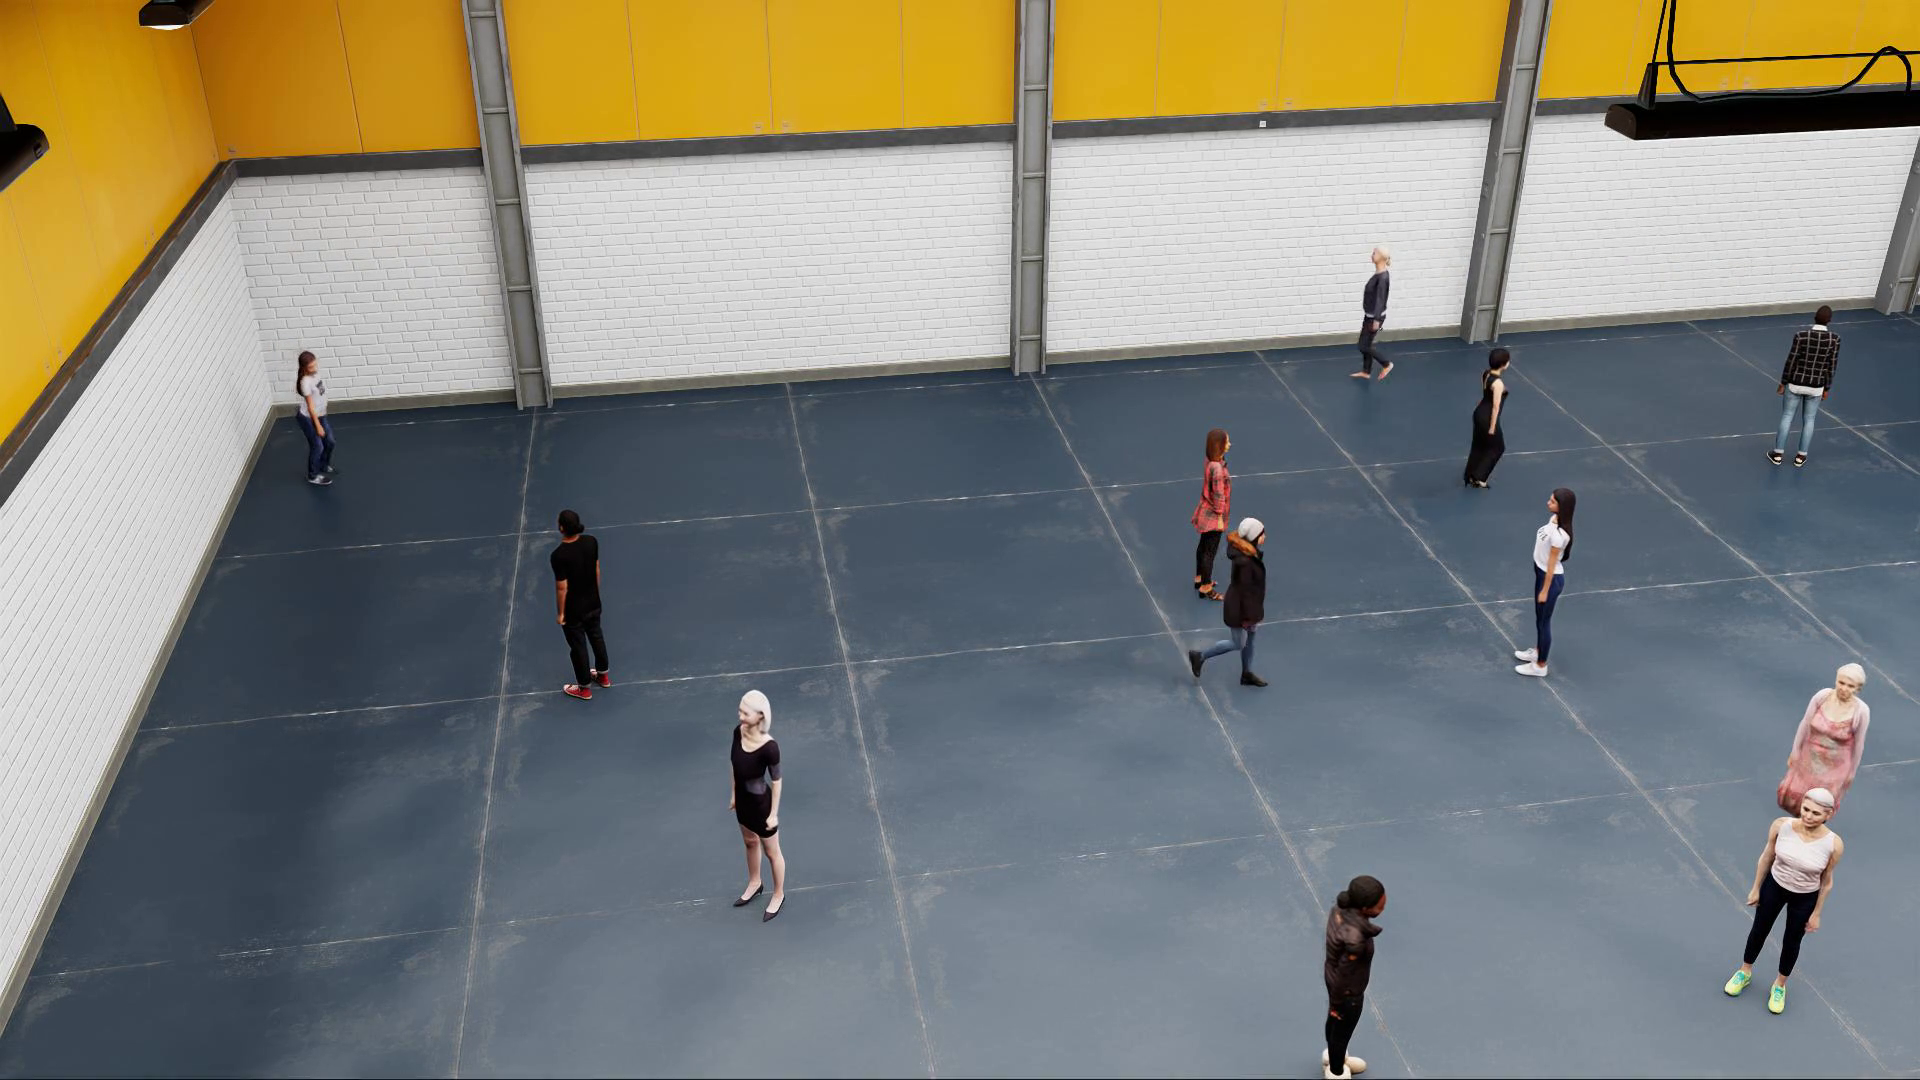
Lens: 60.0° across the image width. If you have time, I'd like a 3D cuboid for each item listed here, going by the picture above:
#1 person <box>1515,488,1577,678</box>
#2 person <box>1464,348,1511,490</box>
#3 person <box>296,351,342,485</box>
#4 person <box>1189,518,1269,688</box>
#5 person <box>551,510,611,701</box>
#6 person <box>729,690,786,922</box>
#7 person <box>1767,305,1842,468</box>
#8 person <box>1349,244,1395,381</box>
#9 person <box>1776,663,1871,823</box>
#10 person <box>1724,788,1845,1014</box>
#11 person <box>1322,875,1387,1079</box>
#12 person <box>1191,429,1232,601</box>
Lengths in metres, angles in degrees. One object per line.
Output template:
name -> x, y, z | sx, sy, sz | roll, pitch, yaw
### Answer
person -> 5.088, 0.362, 14.338 | 0.625, 1.774, 0.643 | 6, 29, 11
person -> 5.481, -1.260, 17.501 | 0.556, 1.593, 0.593 | -7, 29, -12
person -> -6.887, -1.298, 17.637 | 0.668, 1.531, 0.618 | -4, 29, -8
person -> 2.338, 0.553, 14.149 | 1.040, 1.621, 0.886 | 8, 30, 14
person -> -3.212, 0.528, 14.052 | 0.784, 1.758, 0.726 | 18, 34, 30
person -> -1.412, 1.834, 11.583 | 0.649, 1.830, 0.700 | 20, 34, 32
person -> 9.165, -1.674, 18.023 | 0.666, 1.821, 0.803 | 8, 30, 15
person -> 5.071, -2.717, 20.047 | 0.825, 1.713, 0.746 | 4, 29, 8
person -> 6.331, 1.592, 12.180 | 0.792, 1.683, 0.853 | 21, 35, 33
person -> 5.409, 2.311, 10.840 | 0.675, 1.702, 0.728 | 20, 34, 32
person -> 2.342, 2.712, 10.152 | 0.609, 1.659, 0.666 | -5, 29, -8
person -> 2.360, -0.255, 15.543 | 0.579, 1.703, 0.631 | -2, 29, -3
